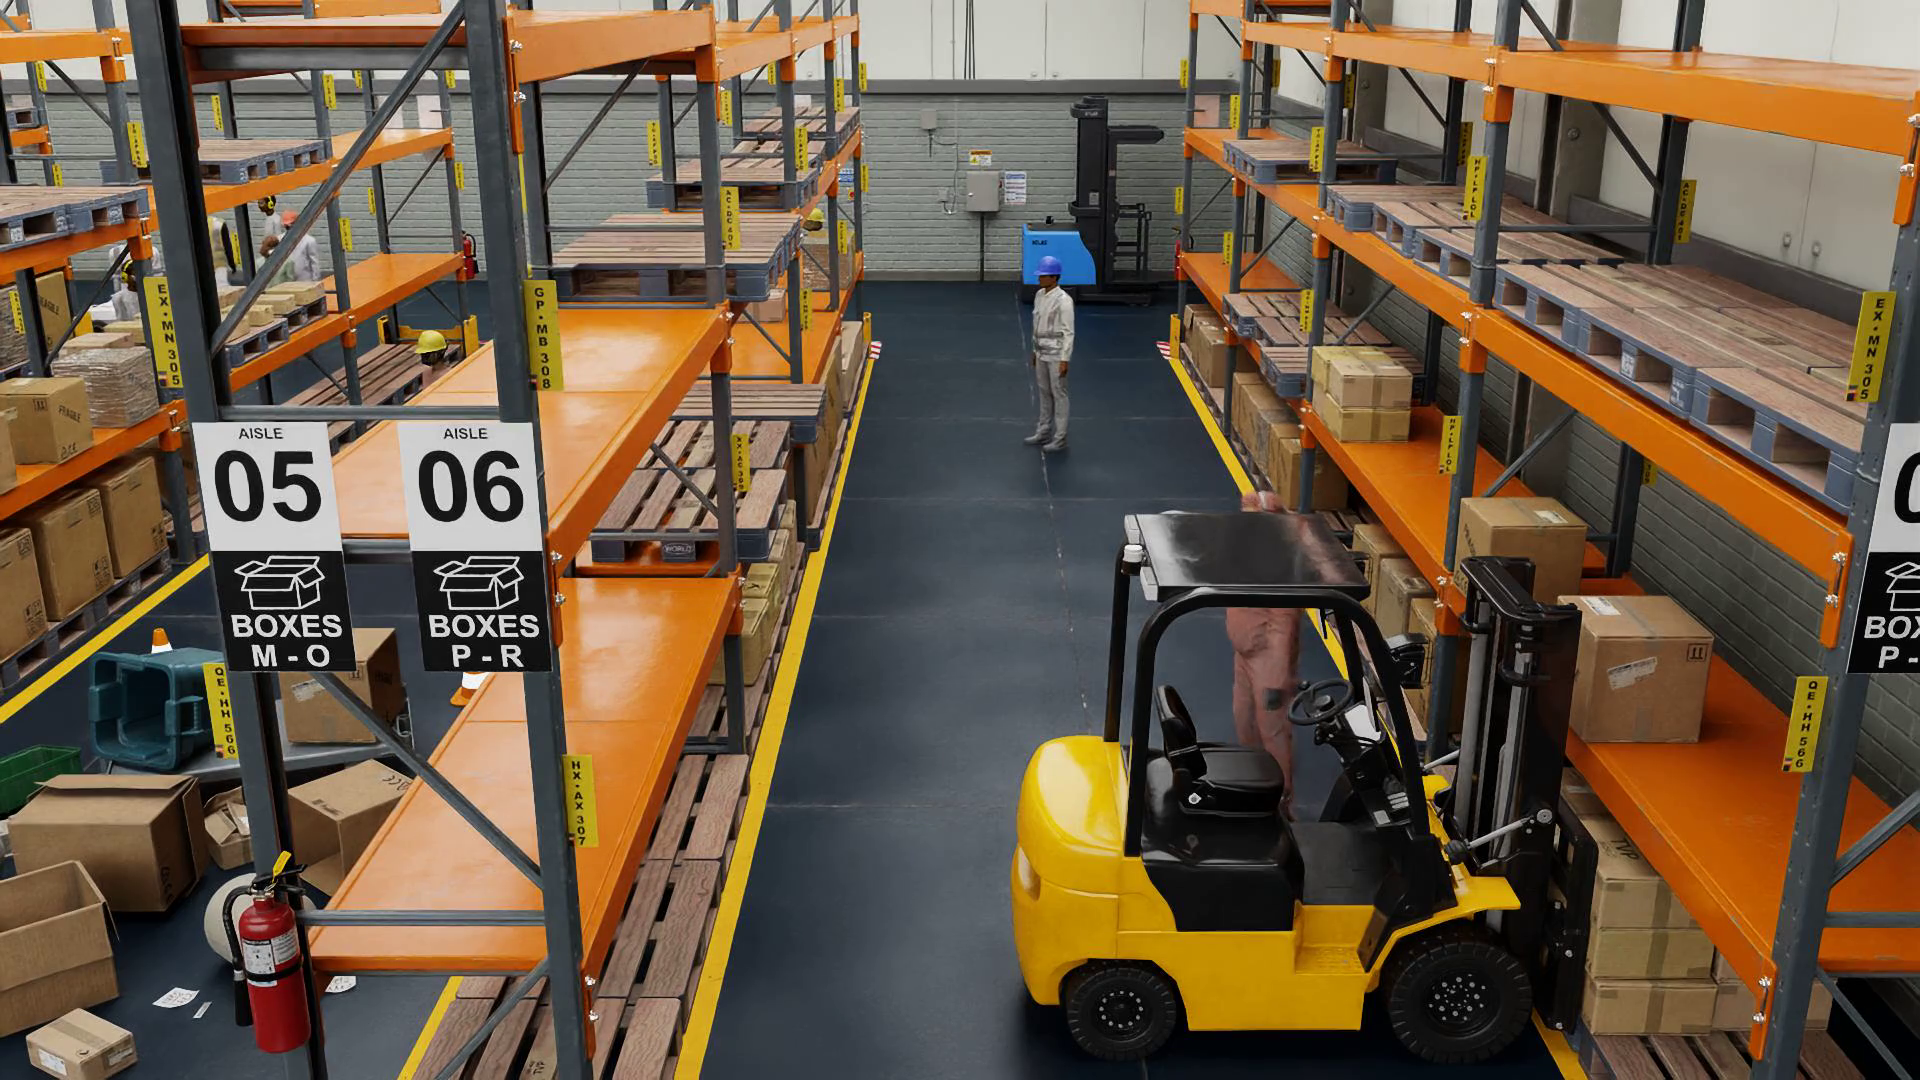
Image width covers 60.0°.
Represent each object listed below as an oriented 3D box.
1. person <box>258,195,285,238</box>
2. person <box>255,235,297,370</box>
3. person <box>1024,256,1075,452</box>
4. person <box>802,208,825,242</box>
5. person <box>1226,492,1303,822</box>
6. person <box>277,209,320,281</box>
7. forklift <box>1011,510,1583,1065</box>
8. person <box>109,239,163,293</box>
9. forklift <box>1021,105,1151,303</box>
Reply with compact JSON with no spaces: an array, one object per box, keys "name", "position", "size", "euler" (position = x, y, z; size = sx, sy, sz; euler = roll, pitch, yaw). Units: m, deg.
[{"name":"person","position":[-9.253,-3.787,22.553],"size":[0.333,1.860,0.508],"euler":[-12,22,-32]},{"name":"person","position":[-8.310,-2.869,20.146],"size":[0.560,1.624,0.420],"euler":[-1,18,-4]},{"name":"person","position":[0.904,-1.851,16.550],"size":[0.401,1.949,0.605],"euler":[-10,21,-28]},{"name":"person","position":[-1.903,-3.473,21.797],"size":[0.317,1.733,0.491],"euler":[0,18,0]},{"name":"person","position":[1.645,0.652,9.086],"size":[0.396,1.892,0.666],"euler":[-3,19,-9]},{"name":"person","position":[-8.602,-3.419,21.599],"size":[0.570,1.749,0.339],"euler":[3,19,9]},{"name":"forklift","position":[1.387,1.055,7.378],"size":[2.313,2.155,1.214],"euler":[0,18,0]},{"name":"person","position":[-9.662,-2.857,19.629],"size":[0.544,1.930,0.388],"euler":[-6,19,-19]},{"name":"forklift","position":[1.857,-4.944,24.441],"size":[1.873,2.768,1.129],"euler":[0,18,0]}]
